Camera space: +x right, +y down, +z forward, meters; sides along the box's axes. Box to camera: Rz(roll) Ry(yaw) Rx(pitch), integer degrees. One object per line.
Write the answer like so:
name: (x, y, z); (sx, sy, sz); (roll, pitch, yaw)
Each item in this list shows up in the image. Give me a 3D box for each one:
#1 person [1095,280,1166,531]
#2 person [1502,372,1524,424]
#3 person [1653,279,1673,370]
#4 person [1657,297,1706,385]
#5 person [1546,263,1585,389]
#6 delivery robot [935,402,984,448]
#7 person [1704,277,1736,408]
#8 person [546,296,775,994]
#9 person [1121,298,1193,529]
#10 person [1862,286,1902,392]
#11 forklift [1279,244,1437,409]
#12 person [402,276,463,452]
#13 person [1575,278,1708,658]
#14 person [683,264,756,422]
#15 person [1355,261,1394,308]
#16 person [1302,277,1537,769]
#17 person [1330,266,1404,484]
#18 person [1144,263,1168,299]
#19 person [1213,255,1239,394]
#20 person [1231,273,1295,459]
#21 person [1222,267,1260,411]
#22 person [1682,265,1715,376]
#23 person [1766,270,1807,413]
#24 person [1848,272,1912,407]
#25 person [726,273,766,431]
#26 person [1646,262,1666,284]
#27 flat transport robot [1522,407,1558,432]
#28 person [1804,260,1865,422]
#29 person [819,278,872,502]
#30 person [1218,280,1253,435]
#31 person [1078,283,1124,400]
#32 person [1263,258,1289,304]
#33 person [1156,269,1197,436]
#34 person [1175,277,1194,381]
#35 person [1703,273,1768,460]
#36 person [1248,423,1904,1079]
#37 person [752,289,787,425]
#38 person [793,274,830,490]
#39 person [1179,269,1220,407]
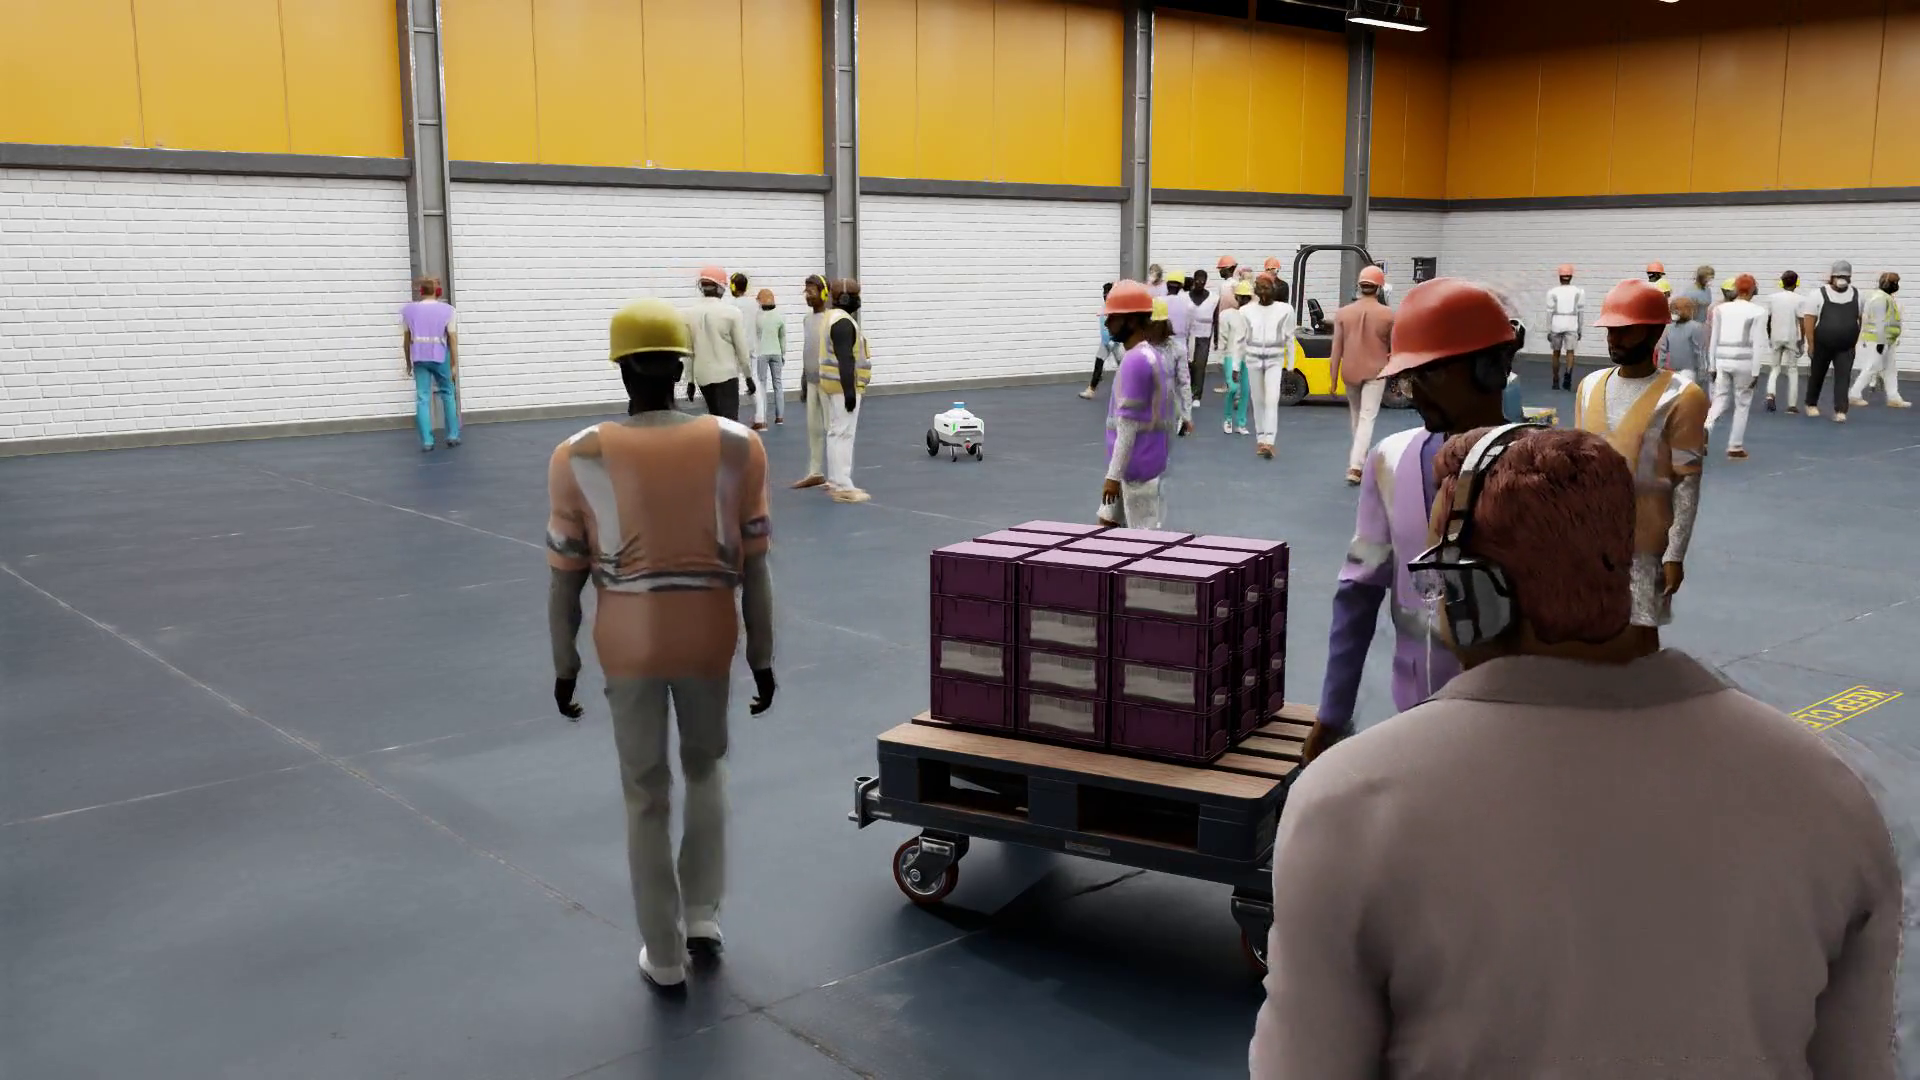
person: (0.987, -0.394, 8.666); (0.886, 1.912, 0.560); (1, 10, 6)
person: (3.218, -0.504, 10.147); (0.755, 1.609, 0.539); (-7, 12, -36)
person: (8.472, -2.294, 20.247); (0.526, 1.739, 0.750); (9, 13, 41)
person: (7.586, -1.767, 17.577); (0.813, 1.582, 0.516); (-4, 10, -20)
person: (9.084, -3.195, 25.005); (0.545, 1.920, 0.780); (3, 10, 17)
delivery robot: (-0.012, -1.135, 16.656); (0.477, 0.478, 0.707); (-3, 10, -16)
person: (9.912, -2.534, 21.614); (0.547, 1.743, 0.451); (-1, 10, -7)
person: (-0.830, 0.289, 4.610); (0.603, 1.908, 0.494); (-3, 10, -17)
person: (1.438, -0.889, 12.098); (0.507, 1.704, 0.845); (-1, 10, -5)
person: (13.754, -3.015, 24.834); (0.514, 1.615, 0.573); (5, 11, 27)
forklift: (5.256, -2.933, 22.661); (2.313, 2.155, 1.214); (3, 10, 16)
person: (-5.530, -1.852, 17.461); (0.596, 1.813, 0.817); (-1, 10, -5)
person: (2.511, -0.014, 6.317); (0.361, 1.939, 0.543); (-7, 12, -35)
person: (-2.160, -1.448, 14.648); (0.621, 1.961, 0.868); (5, 11, 26)
person: (6.545, -3.437, 26.339); (0.615, 1.943, 0.409); (1, 10, 7)
person: (1.129, 0.402, 3.795); (1.120, 1.965, 0.614); (-7, 12, -35)
person: (3.651, -1.480, 14.921); (0.639, 1.941, 1.037); (6, 11, 29)
person: (2.999, -3.141, 24.667); (0.641, 1.922, 0.637); (8, 13, 40)
person: (3.927, -3.172, 24.510); (0.396, 2.038, 0.615); (5, 11, 28)
person: (3.024, -1.738, 16.675); (0.608, 1.836, 0.943); (3, 10, 17)
person: (3.709, -2.658, 21.960); (0.646, 1.890, 0.604); (-5, 11, -26)
person: (9.934, -2.760, 22.492); (0.673, 1.907, 0.465); (-8, 13, -40)
person: (10.665, -2.557, 21.485); (0.524, 1.845, 0.510); (8, 13, 39)
person: (12.386, -2.687, 22.340); (0.784, 1.817, 0.642); (7, 12, 36)
person: (-2.567, -2.190, 19.428); (0.510, 1.820, 0.974); (-8, 12, -38)
person: (10.617, -3.298, 25.566); (0.376, 1.932, 0.543); (-8, 12, -39)
flat transport robot: (6.488, -1.414, 19.391); (0.652, 0.197, 1.431); (6, 11, 31)
person: (10.810, -2.508, 20.620); (0.683, 2.000, 1.029); (3, 10, 15)
person: (-0.944, -1.237, 13.769); (0.429, 1.842, 0.632); (-2, 10, -13)
person: (3.191, -2.052, 18.822); (0.530, 1.751, 0.446); (-2, 10, -10)
person: (2.129, -2.800, 23.486); (0.904, 1.647, 0.538); (-6, 11, -32)
person: (4.977, -3.512, 26.632); (0.378, 1.996, 0.611); (-8, 12, -38)
person: (2.425, -2.130, 18.873); (0.594, 1.885, 0.899); (-3, 10, -19)
person: (3.648, -3.406, 26.920); (0.536, 1.689, 0.318); (4, 10, 20)
person: (7.603, -1.694, 16.384); (0.681, 1.861, 0.588); (-7, 12, -36)
person: (0.642, 0.818, 1.746); (0.681, 1.853, 1.021); (-2, 10, -11)
person: (-2.315, -2.193, 19.967); (0.500, 1.633, 0.285); (-6, 11, -30)
person: (-1.209, -1.361, 14.413); (0.329, 1.871, 0.529); (-9, 13, -43)
person: (3.249, -2.765, 22.712); (0.611, 1.863, 1.039); (3, 10, 16)
